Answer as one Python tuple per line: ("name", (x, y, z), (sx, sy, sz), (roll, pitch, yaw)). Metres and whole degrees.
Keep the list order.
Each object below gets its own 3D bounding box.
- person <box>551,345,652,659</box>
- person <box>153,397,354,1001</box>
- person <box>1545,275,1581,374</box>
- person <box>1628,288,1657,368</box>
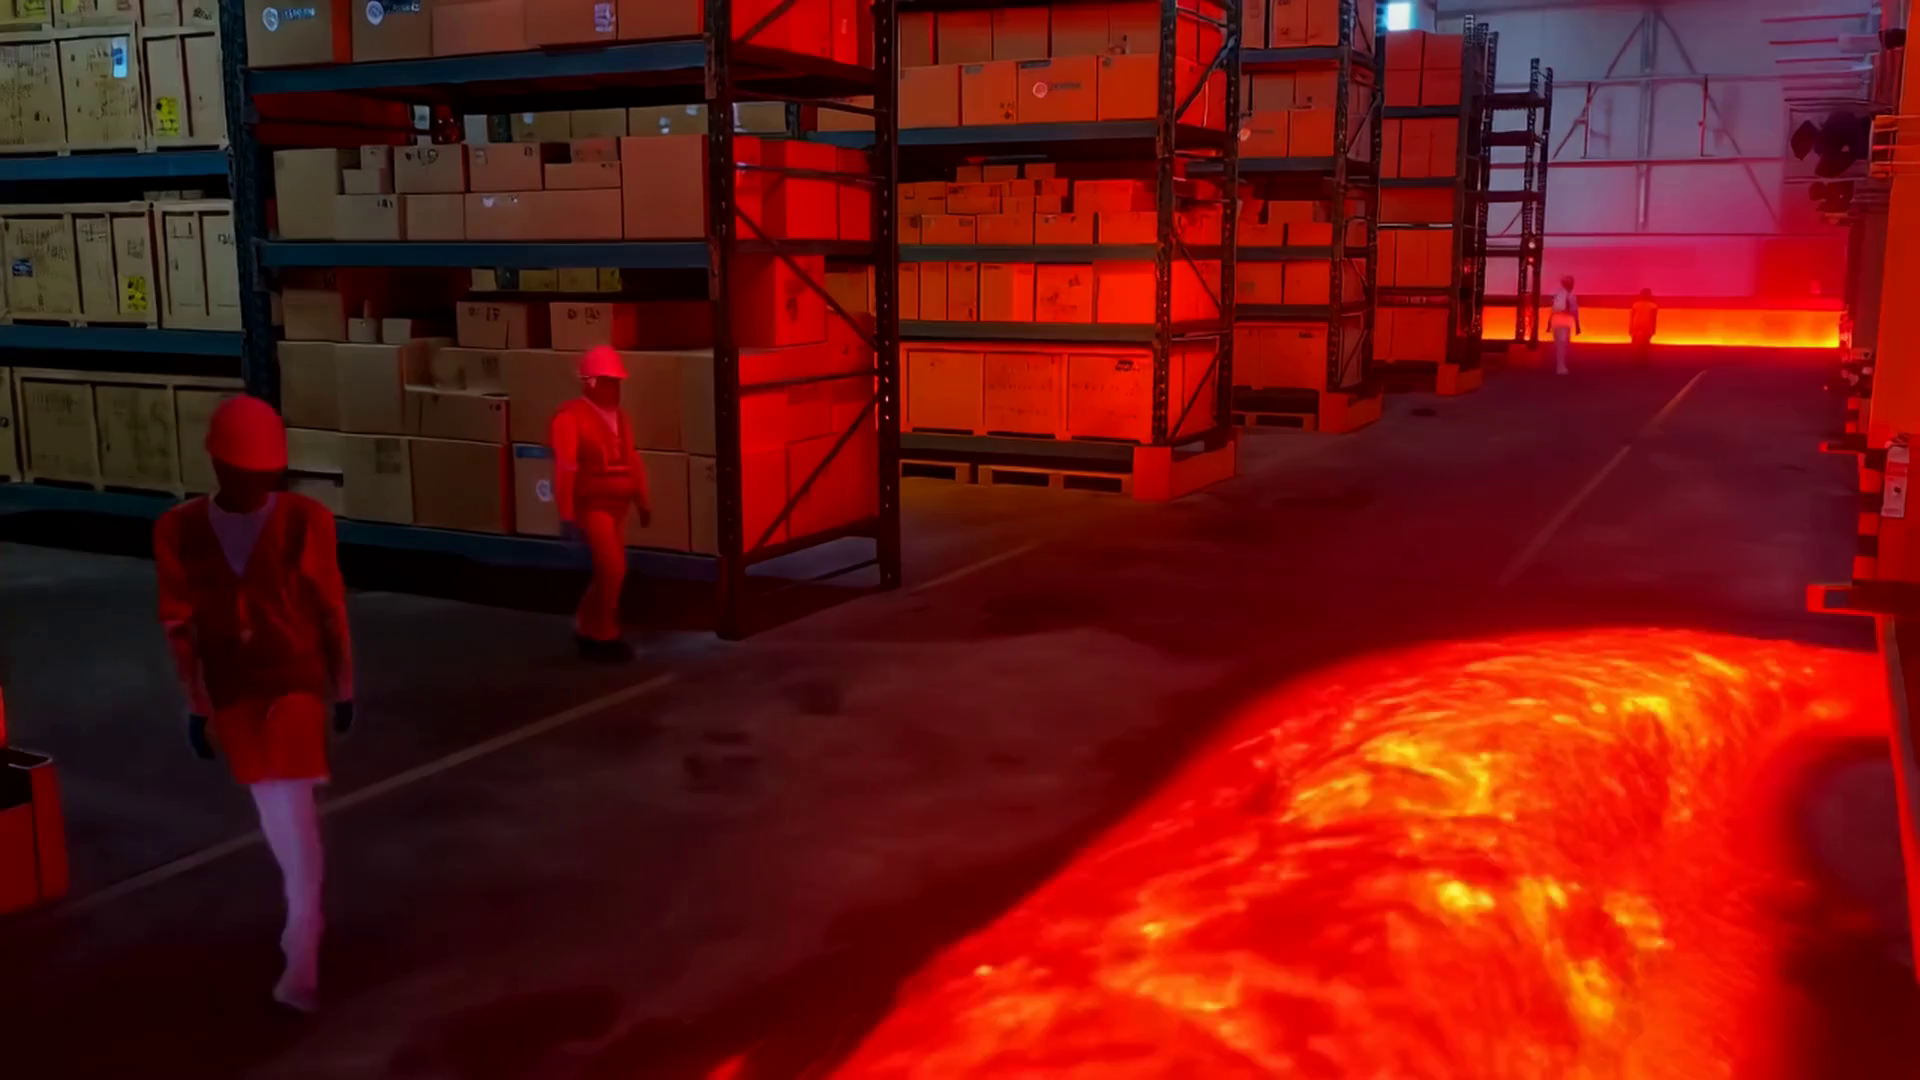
("person", (-2.029, -0.204, 9.503), (0.443, 1.809, 0.593), (4, 11, 23))
("person", (-2.227, 0.495, 5.250), (0.542, 1.879, 0.921), (-2, 10, -11))
("person", (11.703, -4.177, 32.275), (0.549, 1.892, 0.685), (-9, 13, -42))
("person", (13.757, -4.273, 33.598), (0.538, 1.621, 0.549), (8, 13, 40))
